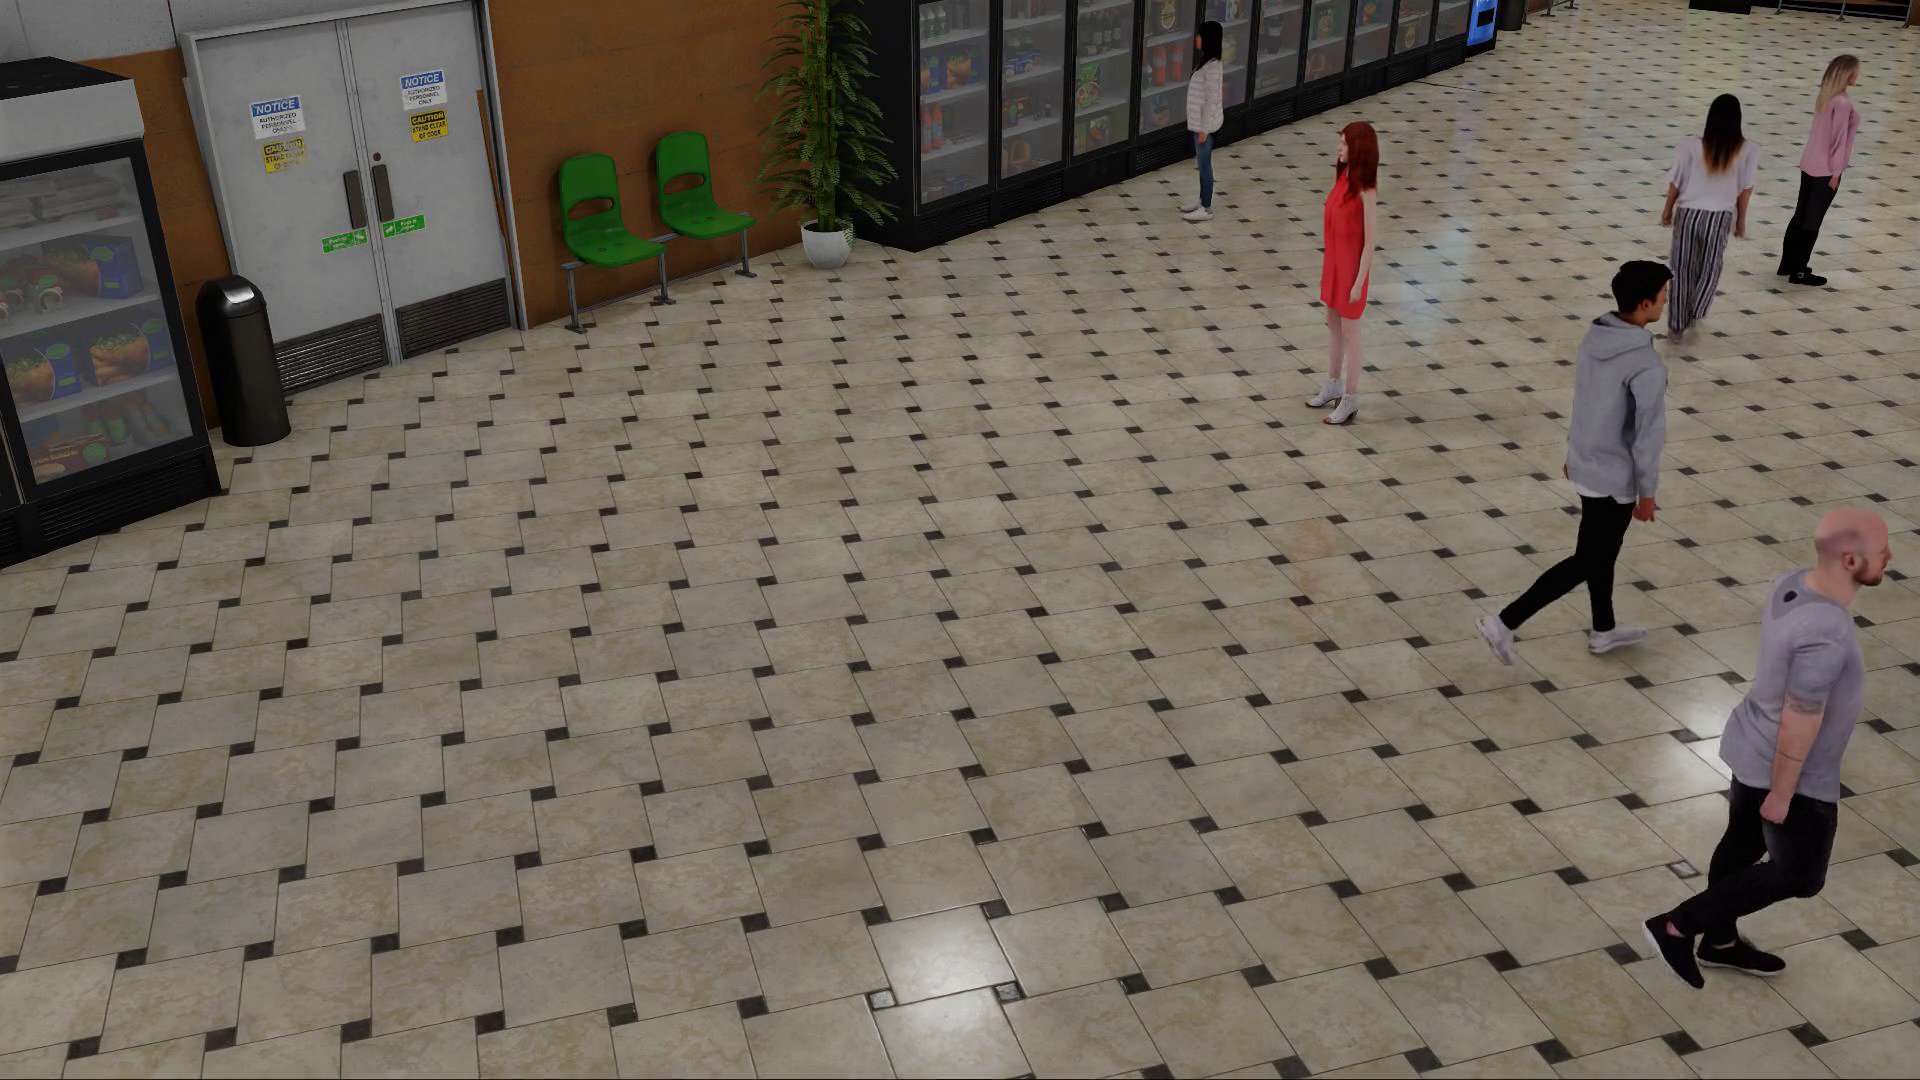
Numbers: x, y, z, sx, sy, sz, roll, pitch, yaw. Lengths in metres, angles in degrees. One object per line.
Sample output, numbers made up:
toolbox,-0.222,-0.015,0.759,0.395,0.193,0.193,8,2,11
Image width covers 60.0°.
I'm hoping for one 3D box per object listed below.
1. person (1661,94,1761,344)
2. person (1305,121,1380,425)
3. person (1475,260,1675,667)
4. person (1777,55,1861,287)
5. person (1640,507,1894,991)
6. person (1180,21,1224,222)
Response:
person,5.037,-2.148,11.267,0.972,1.657,0.959,8,28,16
person,2.330,-1.598,9.995,0.738,1.826,0.652,-5,27,-10
person,2.751,-0.278,7.308,1.204,1.901,1.233,-6,28,-12
person,6.449,-2.778,12.474,0.717,1.688,0.686,2,27,4
person,2.595,0.705,5.451,0.928,1.827,0.859,5,27,11
person,2.069,-3.530,14.013,0.737,1.637,0.708,2,27,3
